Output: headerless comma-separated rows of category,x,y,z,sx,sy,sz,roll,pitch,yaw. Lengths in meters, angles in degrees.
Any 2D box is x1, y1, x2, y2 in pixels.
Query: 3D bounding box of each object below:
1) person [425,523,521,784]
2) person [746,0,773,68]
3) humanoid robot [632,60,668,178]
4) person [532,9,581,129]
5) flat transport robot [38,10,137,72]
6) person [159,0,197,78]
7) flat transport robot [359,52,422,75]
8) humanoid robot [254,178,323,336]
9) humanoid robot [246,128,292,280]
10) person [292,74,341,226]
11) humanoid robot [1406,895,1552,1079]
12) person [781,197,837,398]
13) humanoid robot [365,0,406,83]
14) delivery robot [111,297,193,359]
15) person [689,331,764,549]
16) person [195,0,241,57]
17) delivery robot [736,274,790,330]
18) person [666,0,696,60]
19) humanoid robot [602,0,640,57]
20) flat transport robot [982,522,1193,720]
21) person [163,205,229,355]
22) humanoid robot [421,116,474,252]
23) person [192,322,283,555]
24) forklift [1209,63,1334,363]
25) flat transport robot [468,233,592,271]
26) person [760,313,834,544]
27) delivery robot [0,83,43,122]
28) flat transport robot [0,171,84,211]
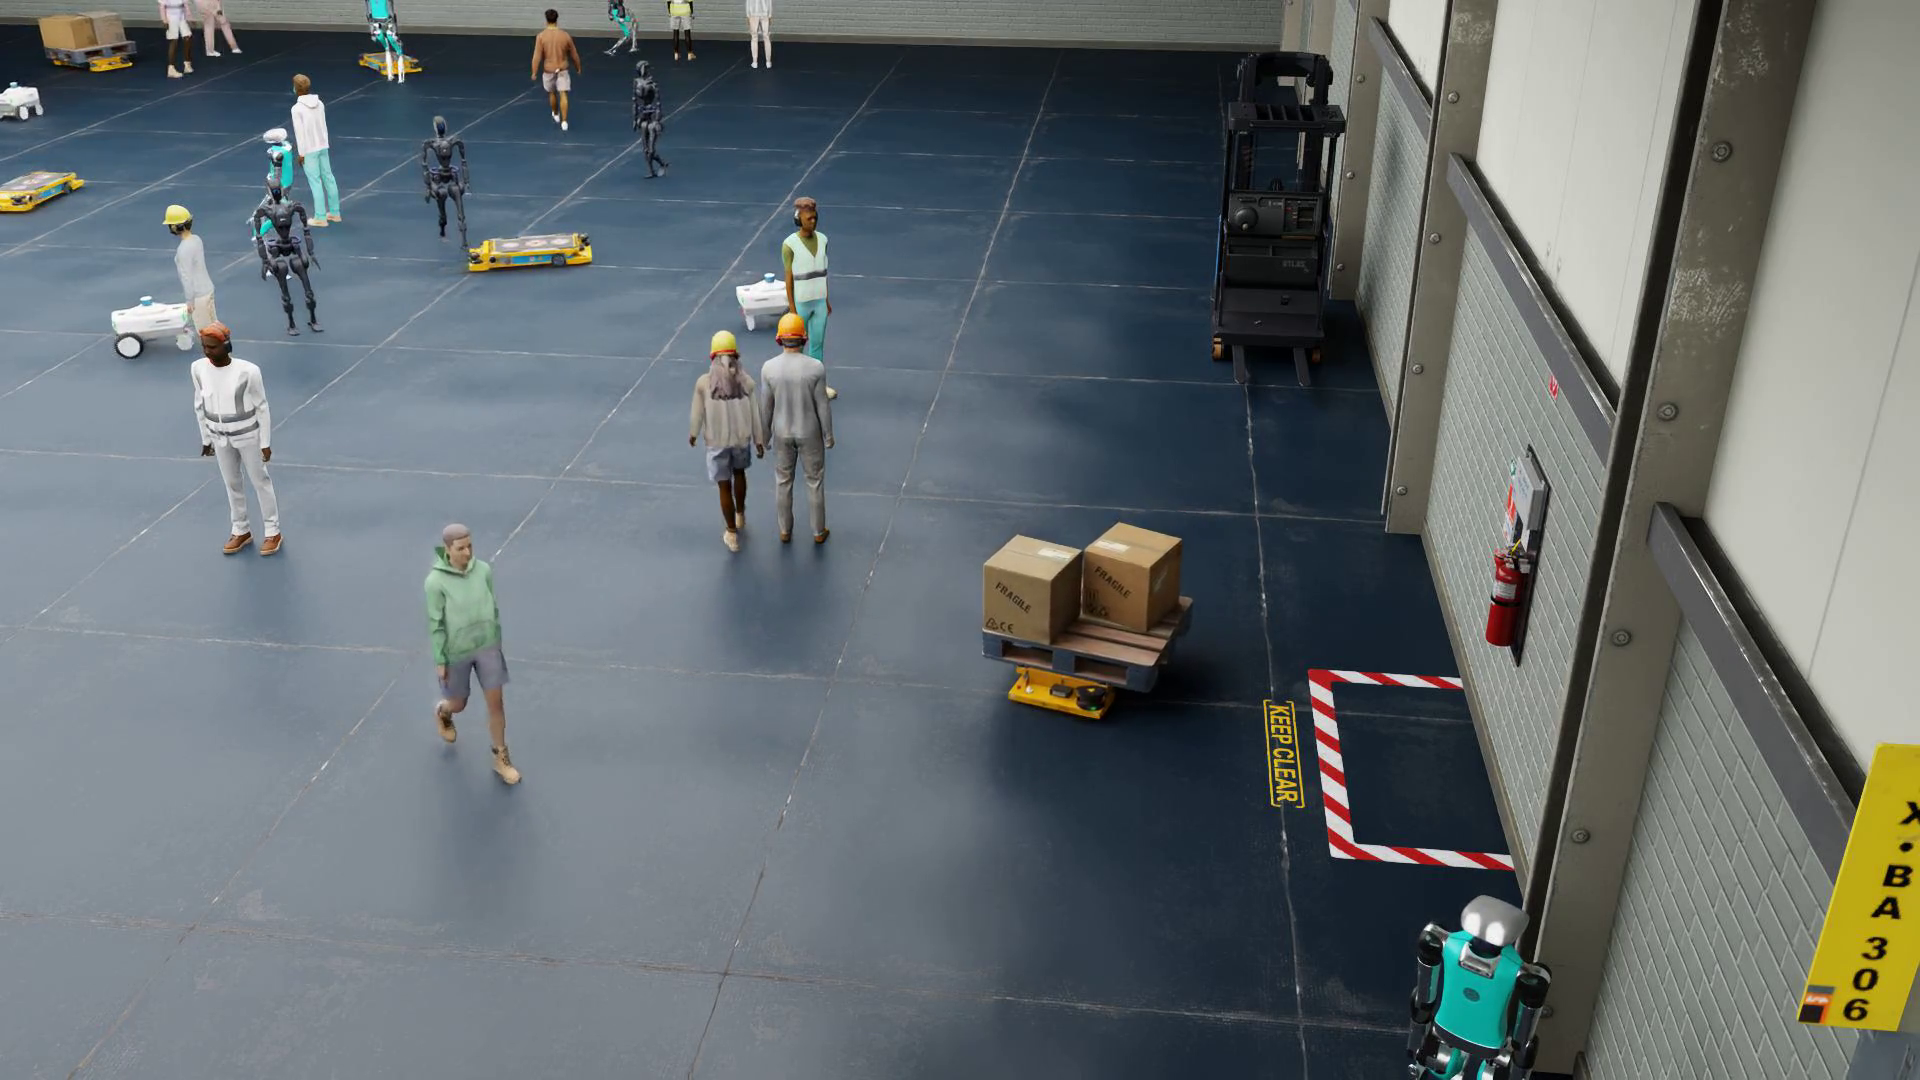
person,-3.048,0.649,10.214,0.474,1.719,0.706,-20,33,-34
person,-3.693,-9.661,30.647,0.494,1.870,0.402,-6,27,-12
humanoid robot,-4.369,-5.900,23.340,0.607,1.640,0.358,20,33,34
person,-6.401,-7.472,26.342,0.783,1.793,0.963,-7,27,-14
flat transport robot,-16.143,-8.907,30.919,1.431,0.231,0.659,16,31,28
person,-14.112,-9.380,29.954,0.458,1.989,0.648,9,28,17
flat transport robot,-10.531,-8.802,30.710,0.659,0.231,1.431,-19,32,-33
humanoid robot,-7.080,-2.981,17.512,0.605,1.654,0.316,-18,32,-32
humanoid robot,-7.999,-3.823,19.144,0.836,1.793,0.610,-4,27,-7
person,-8.247,-4.973,21.231,0.383,1.917,0.489,12,29,23
humanoid robot,2.238,2.120,7.117,0.533,1.677,0.735,17,31,31
person,-1.441,-2.274,15.775,0.485,1.978,0.405,-22,34,-37
humanoid robot,-10.141,-9.033,29.499,0.539,1.772,0.655,3,27,7
delivery robot,-8.401,-2.226,17.250,0.764,0.582,0.499,-10,28,-20
person,-1.859,-0.831,13.160,0.542,1.735,0.734,-9,28,-17
person,-14.204,-10.165,31.633,0.665,1.867,0.695,8,28,15
delivery robot,-2.023,-2.581,17.955,0.750,0.579,0.499,-7,28,-15
person,-5.258,-9.913,31.332,0.534,1.696,0.318,4,27,8
humanoid robot,-6.357,-9.998,31.489,1.039,1.738,0.562,-19,33,-34
flat transport robot,0.904,0.772,11.598,0.659,0.231,1.431,11,29,21
person,-7.484,-2.411,16.291,0.333,1.757,0.515,-4,27,-9
humanoid robot,-6.294,-4.385,20.382,0.589,1.627,0.779,-16,31,-29
person,-5.610,-0.777,12.889,0.572,1.883,0.354,3,27,6
forklift,3.241,-3.477,17.183,1.129,2.768,1.873,3,27,6
flat transport robot,-5.186,-3.472,20.070,1.431,0.231,0.659,-6,27,-12
person,-1.277,-0.861,13.055,0.573,1.889,0.383,2,27,4
delivery robot,-15.325,-7.120,27.023,0.499,0.586,0.773,4,27,8
flat transport robot,-12.628,-4.740,22.602,0.659,0.231,1.431,3,27,5
